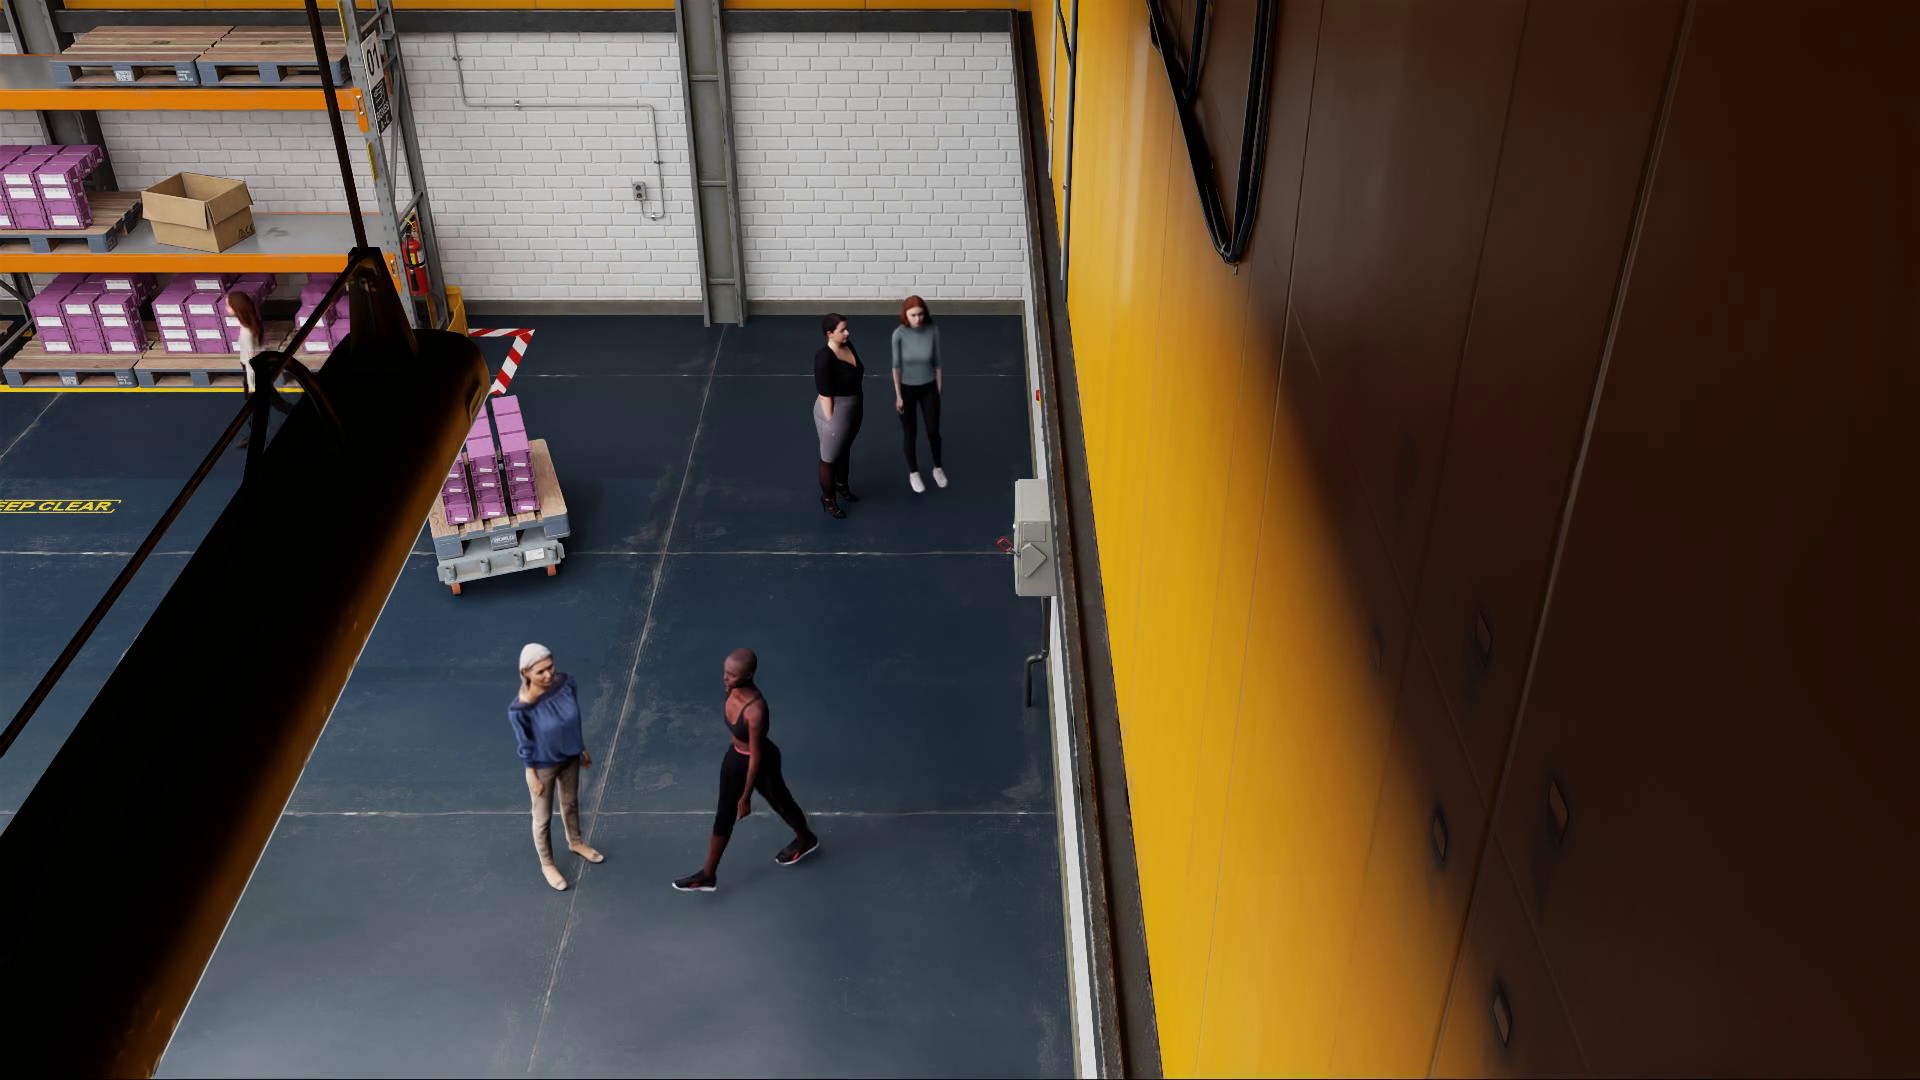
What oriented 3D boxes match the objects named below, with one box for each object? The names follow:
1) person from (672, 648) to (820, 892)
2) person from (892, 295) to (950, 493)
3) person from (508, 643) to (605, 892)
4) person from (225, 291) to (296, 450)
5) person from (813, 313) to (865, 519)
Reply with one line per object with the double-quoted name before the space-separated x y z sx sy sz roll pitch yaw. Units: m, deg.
"person" -1.113 1.323 9.846 1.248 1.713 1.071 -21 39 -29
"person" -0.394 -1.235 13.672 0.617 1.738 0.709 -8 34 -12
"person" -2.423 1.312 9.877 0.748 1.697 0.709 23 40 31
"person" -5.928 -1.438 14.232 1.035 1.456 0.754 -10 35 -15
"person" -0.988 -1.017 13.323 0.752 1.760 0.754 13 36 19
